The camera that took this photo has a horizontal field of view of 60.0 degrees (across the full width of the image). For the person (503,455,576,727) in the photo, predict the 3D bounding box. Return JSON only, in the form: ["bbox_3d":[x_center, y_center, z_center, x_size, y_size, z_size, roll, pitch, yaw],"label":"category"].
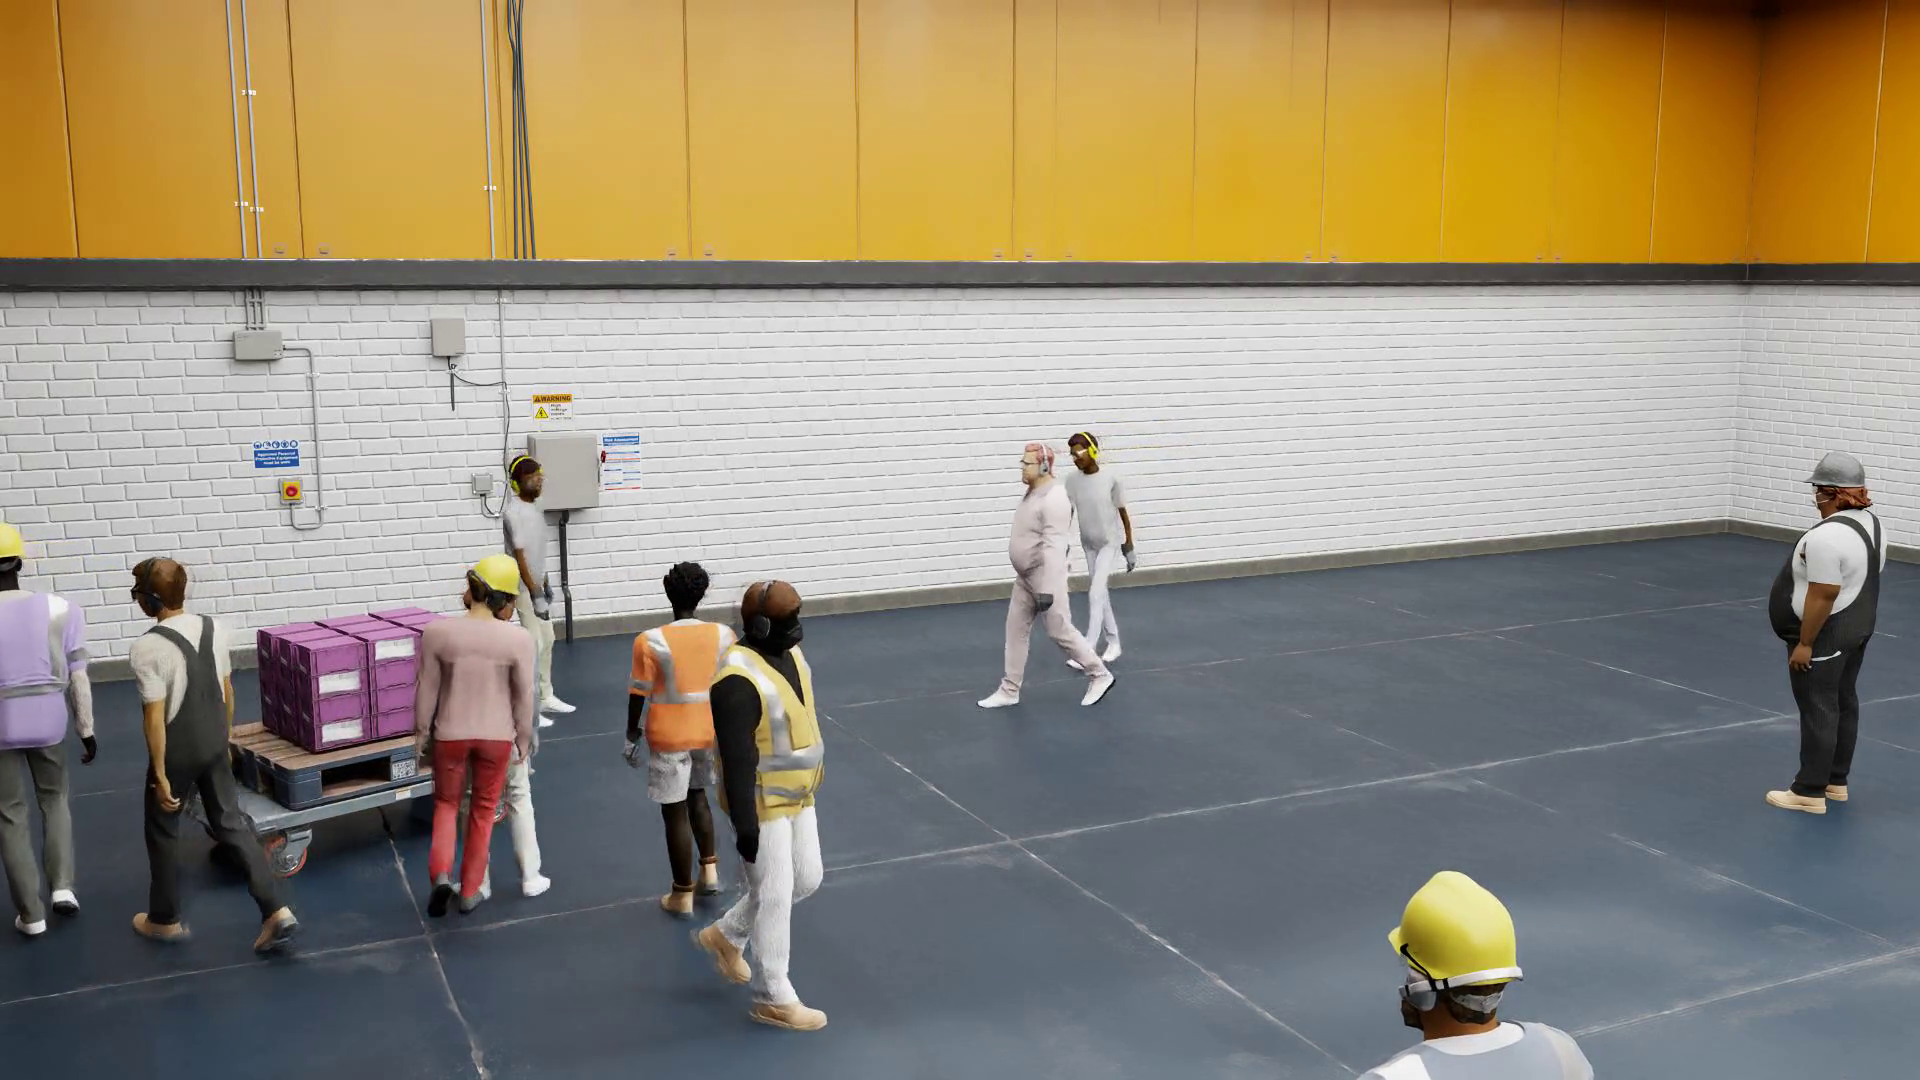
[{"bbox_3d":[-2.860,0.331,11.152,0.359,1.832,0.577,1,9,7],"label":"person"}]

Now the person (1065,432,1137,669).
[{"bbox_3d":[1.023,0.080,12.751,0.565,1.811,0.883,7,12,37],"label":"person"}]

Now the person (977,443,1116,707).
[{"bbox_3d":[0.632,0.248,11.562,0.937,1.879,0.648,-3,10,-16],"label":"person"}]

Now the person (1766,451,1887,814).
[{"bbox_3d":[4.861,0.509,9.411,0.684,2.000,0.538,-8,12,-40],"label":"person"}]

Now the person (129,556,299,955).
[{"bbox_3d":[-3.355,0.958,7.369,0.927,1.808,0.531,4,10,26],"label":"person"}]

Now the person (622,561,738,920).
[{"bbox_3d":[-1.301,0.939,7.855,0.547,1.674,0.388,-7,12,-38],"label":"person"}]

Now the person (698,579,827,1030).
[{"bbox_3d":[-0.810,1.053,6.716,0.532,1.831,0.645,3,10,16],"label":"person"}]

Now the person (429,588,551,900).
[{"bbox_3d":[-2.257,0.953,8.011,0.568,1.607,0.379,-4,10,-24],"label":"person"}]

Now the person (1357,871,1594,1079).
[{"bbox_3d":[0.995,1.577,3.423,0.591,1.834,0.404,-5,10,-26],"label":"person"}]

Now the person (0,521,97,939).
[{"bbox_3d":[-4.311,0.864,7.600,0.606,1.908,0.474,-7,12,-38],"label":"person"}]

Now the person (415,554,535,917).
[{"bbox_3d":[-2.258,0.932,7.762,0.557,1.723,0.499,-1,9,-8],"label":"person"}]
